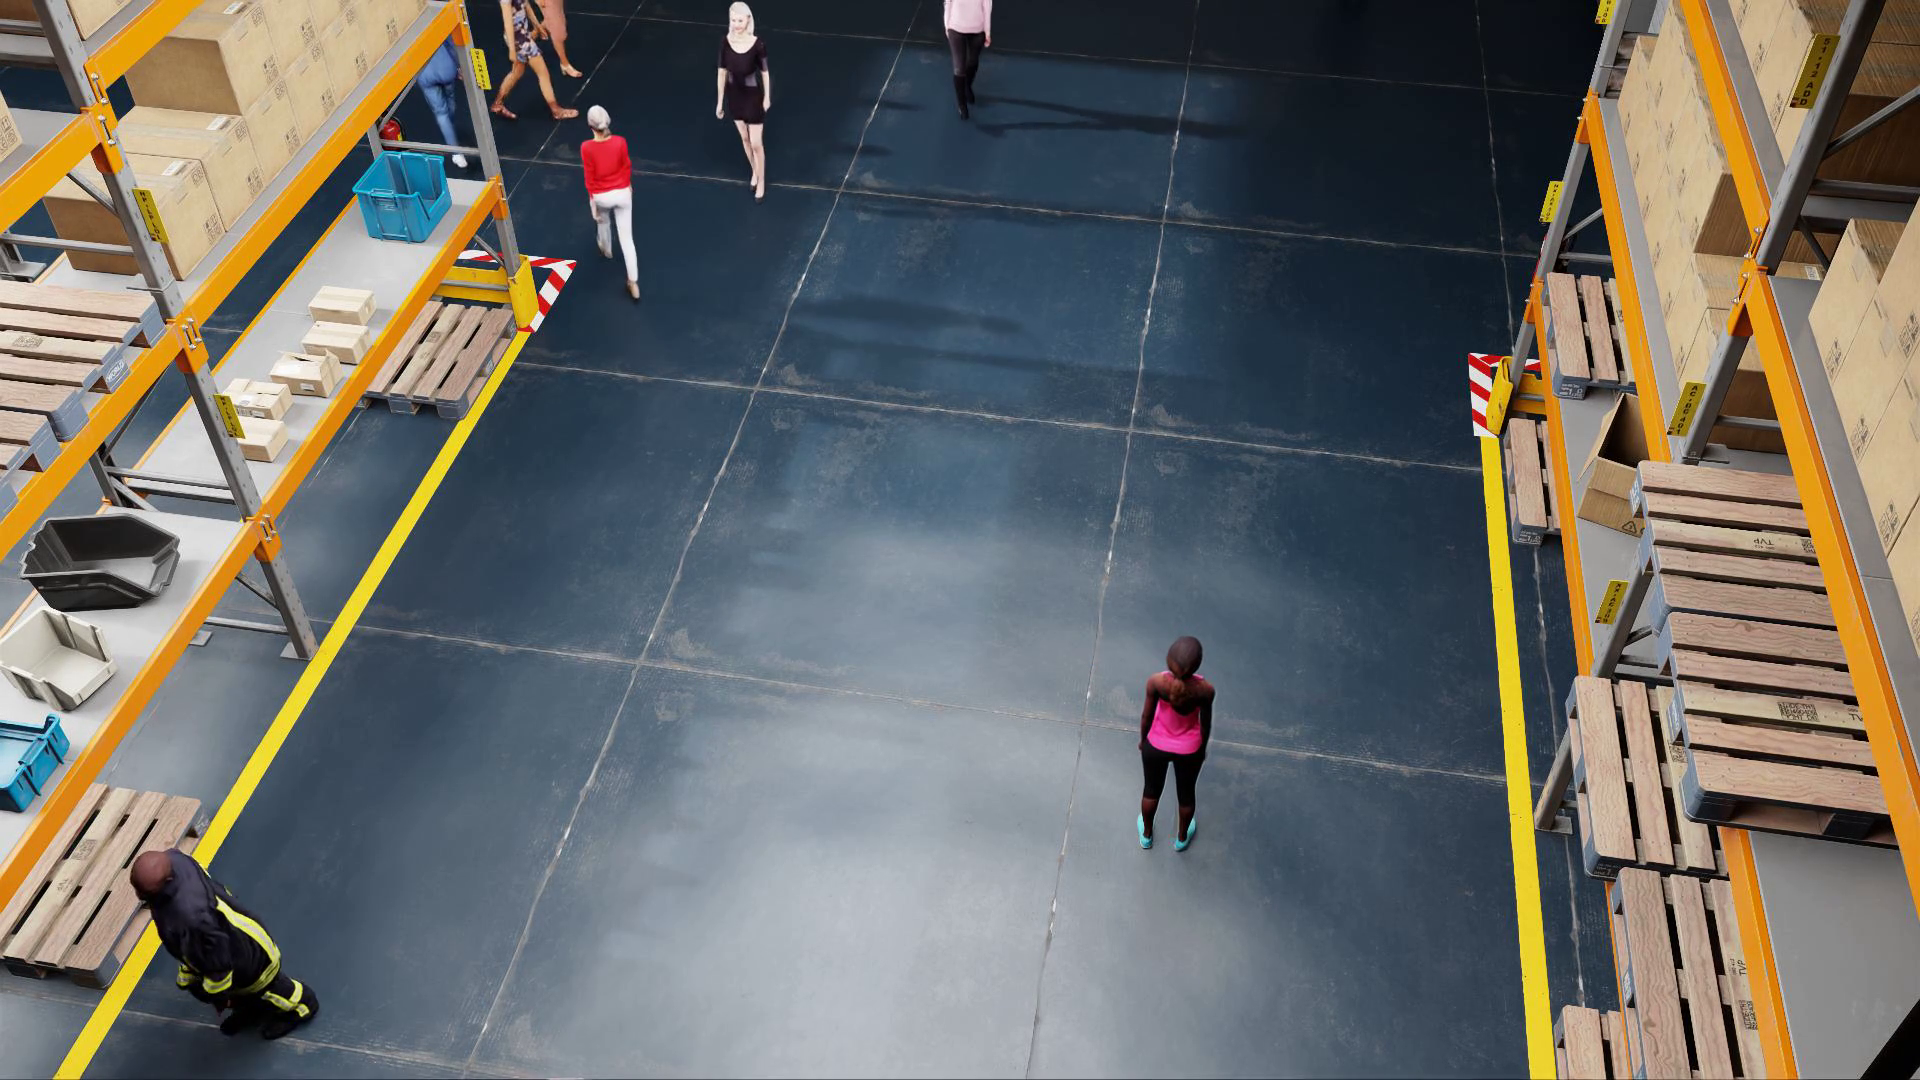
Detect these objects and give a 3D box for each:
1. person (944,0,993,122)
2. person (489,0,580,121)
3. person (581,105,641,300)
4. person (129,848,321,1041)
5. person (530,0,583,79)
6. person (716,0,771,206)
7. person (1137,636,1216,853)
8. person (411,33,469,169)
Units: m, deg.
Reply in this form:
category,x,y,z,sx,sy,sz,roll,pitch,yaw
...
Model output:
category,x,y,z,sx,sy,sz,roll,pitch,yaw
person,0.071,-4.962,16.040,0.814,1.650,1.101,-5,44,-6
person,-4.264,-4.748,15.781,0.878,1.698,1.088,-5,44,-5
person,-2.843,-2.749,13.714,0.919,1.654,1.160,-15,46,-15
person,-3.765,2.036,8.598,1.000,1.783,0.944,-22,48,-22
person,-4.161,-5.428,16.409,0.685,1.816,0.859,10,45,11
person,-1.902,-3.966,14.873,0.592,1.817,0.692,8,44,8
person,1.223,1.182,9.538,0.550,1.722,0.537,8,44,9
person,-4.783,-4.268,15.230,1.138,1.762,1.251,-21,47,-21
